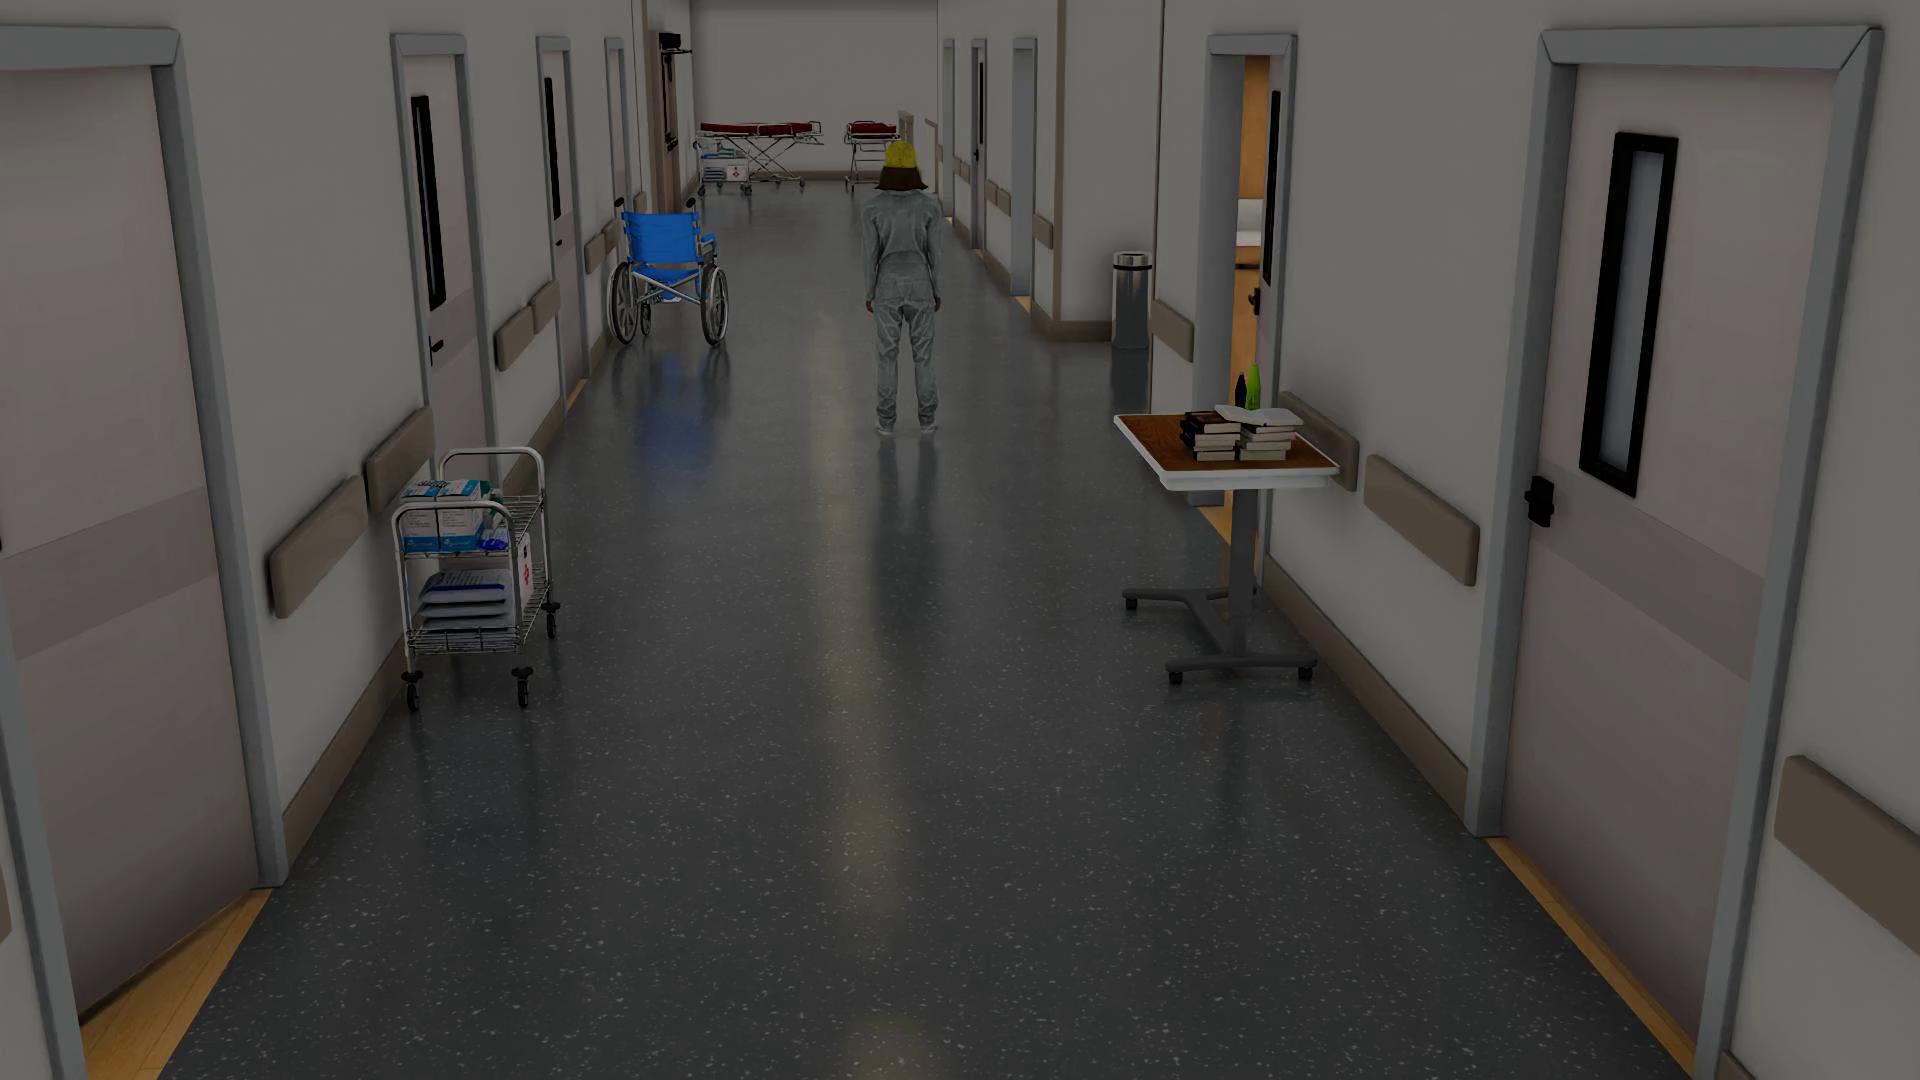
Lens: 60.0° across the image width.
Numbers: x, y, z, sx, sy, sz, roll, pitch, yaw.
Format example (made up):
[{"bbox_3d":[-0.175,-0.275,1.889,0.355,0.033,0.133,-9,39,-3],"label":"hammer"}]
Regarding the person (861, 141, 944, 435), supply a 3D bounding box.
[{"bbox_3d":[-0.341,-1.494,9.953,0.487,1.744,0.294,-2,17,-6],"label":"person"}]
